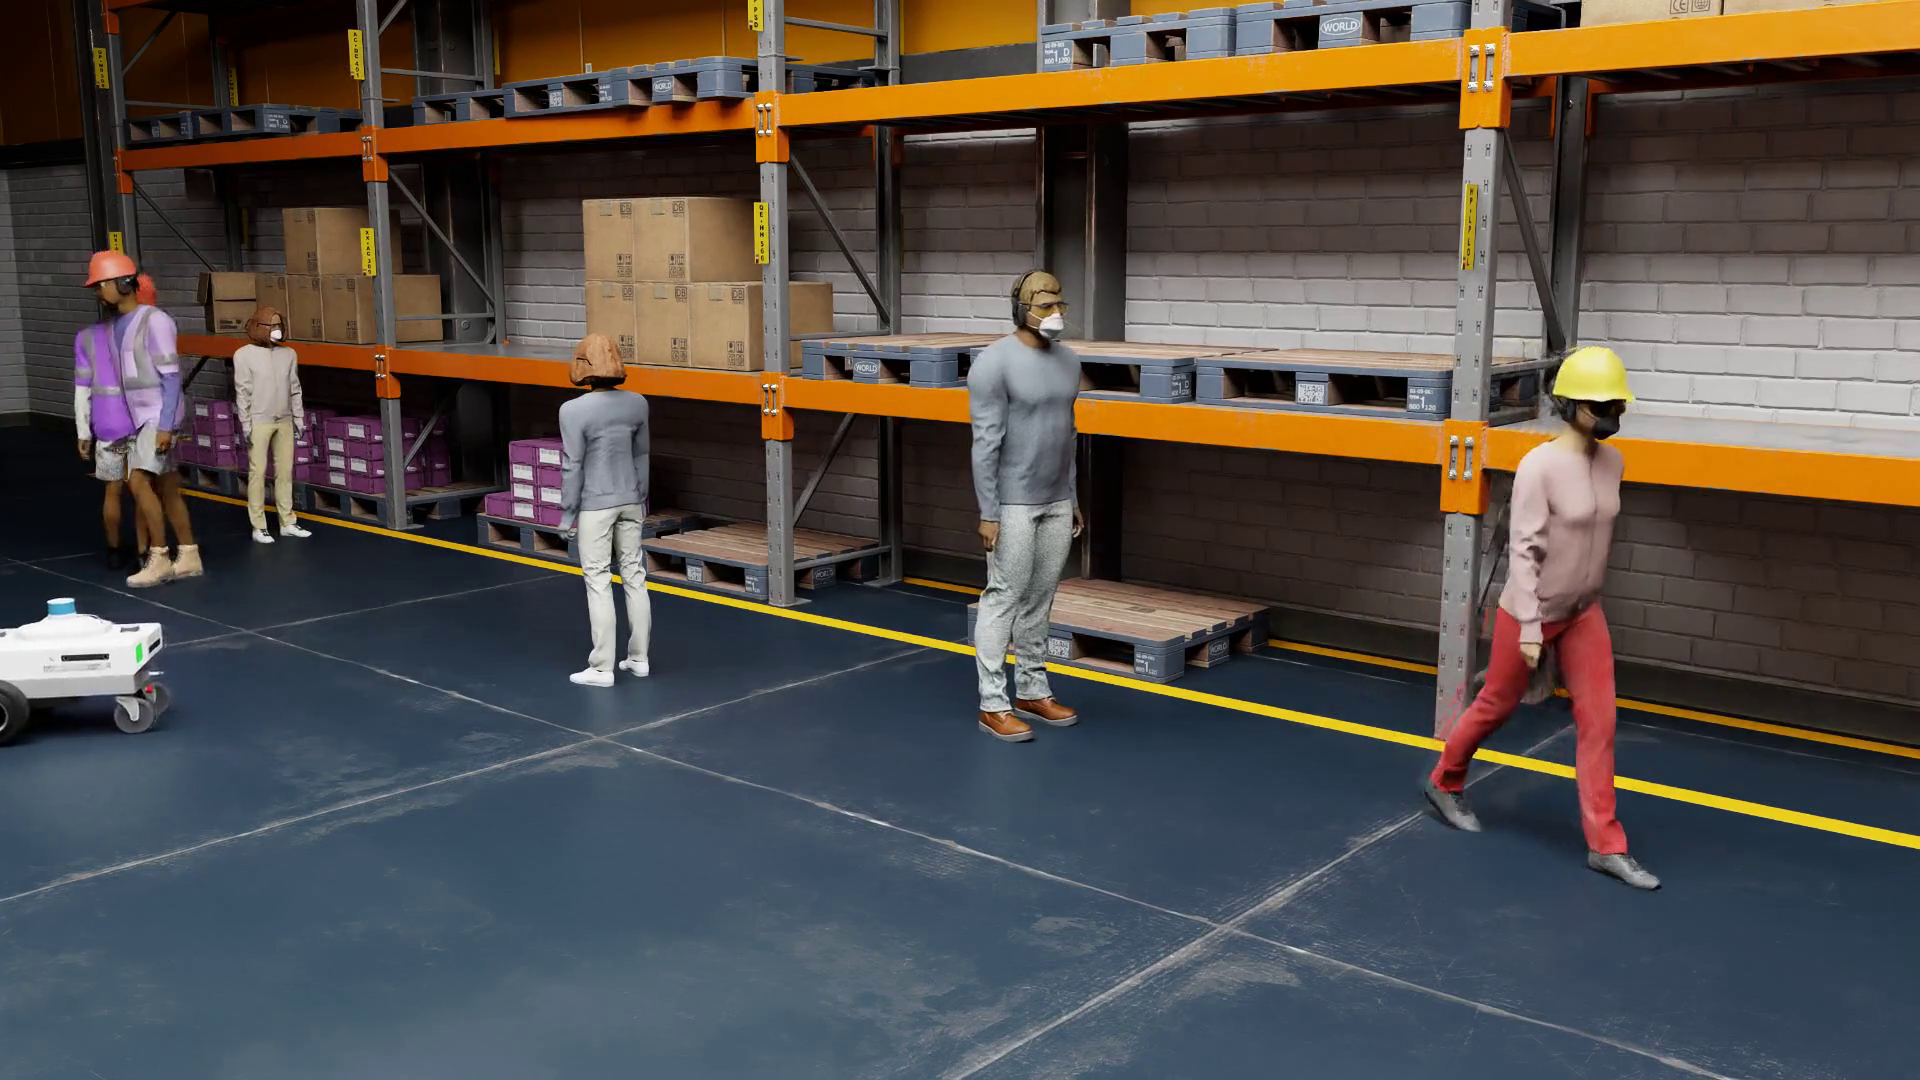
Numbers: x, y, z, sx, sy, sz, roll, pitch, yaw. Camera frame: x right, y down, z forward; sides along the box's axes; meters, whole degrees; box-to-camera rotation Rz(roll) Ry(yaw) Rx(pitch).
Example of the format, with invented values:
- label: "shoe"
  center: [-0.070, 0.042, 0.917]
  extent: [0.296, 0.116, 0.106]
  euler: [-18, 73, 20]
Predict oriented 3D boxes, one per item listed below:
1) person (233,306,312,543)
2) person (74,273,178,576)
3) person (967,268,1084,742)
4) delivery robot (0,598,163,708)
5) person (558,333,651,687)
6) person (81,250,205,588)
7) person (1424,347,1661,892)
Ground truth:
- label: "person"
  center: [-4.756, -0.796, 11.499]
  extent: [0.277, 1.628, 0.500]
  euler: [6, 12, 33]
- label: "person"
  center: [-5.103, -0.692, 10.231]
  extent: [0.564, 1.879, 0.761]
  euler: [-2, 10, -9]
- label: "person"
  center: [0.288, -0.149, 6.916]
  extent: [0.359, 1.938, 0.632]
  euler: [9, 13, 42]
- label: "delivery robot"
  center: [-3.743, 0.487, 6.967]
  extent: [0.707, 0.478, 0.477]
  euler: [-2, 10, -11]
- label: "person"
  center: [-1.646, -0.137, 7.721]
  extent: [0.284, 1.633, 0.497]
  euler: [8, 13, 38]
- label: "person"
  center: [-4.890, -0.711, 9.929]
  extent: [0.627, 2.004, 0.711]
  euler: [7, 12, 36]
- label: "person"
  center: [1.915, 0.213, 5.487]
  extent: [0.533, 1.719, 0.901]
  euler: [-6, 11, -29]
